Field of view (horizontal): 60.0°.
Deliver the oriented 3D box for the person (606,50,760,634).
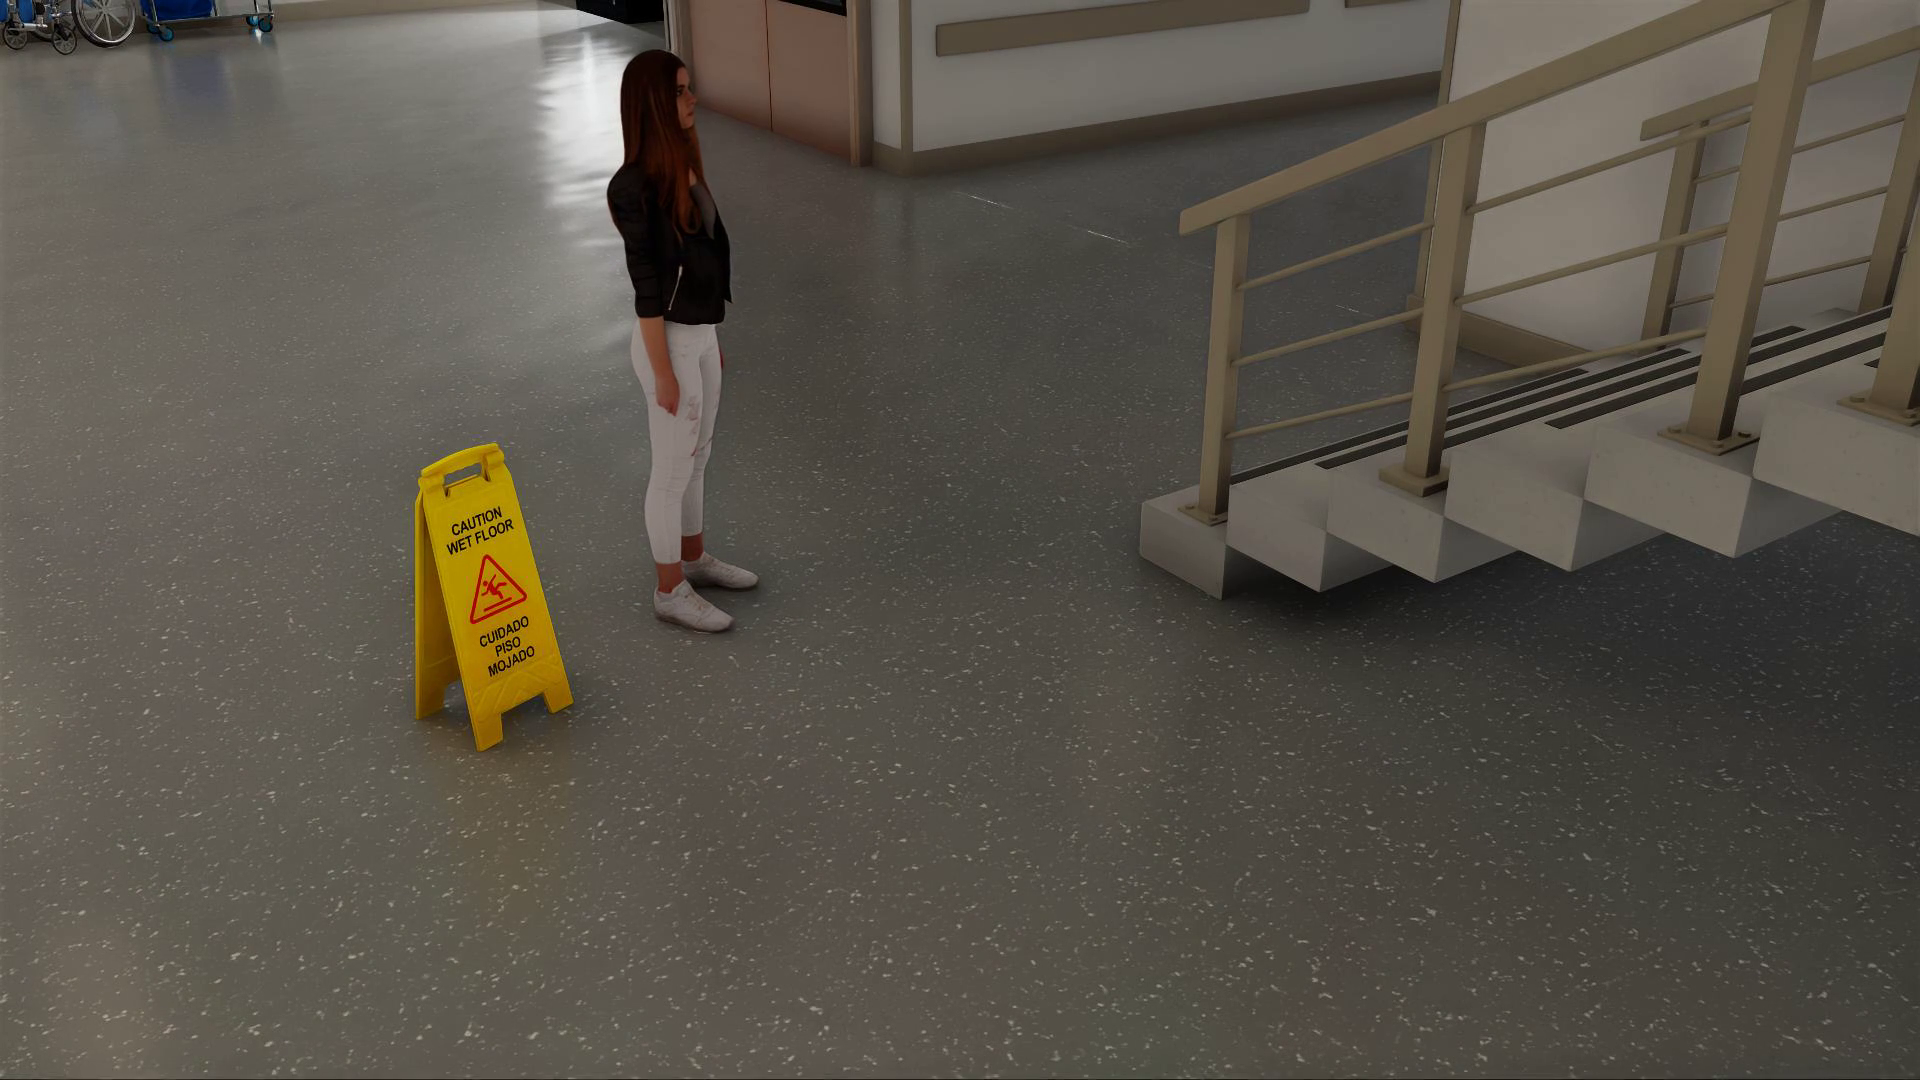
[{"bbox_3d":[-0.838,-0.577,4.914,0.722,1.704,0.664,5,26,9],"label":"person"}]
